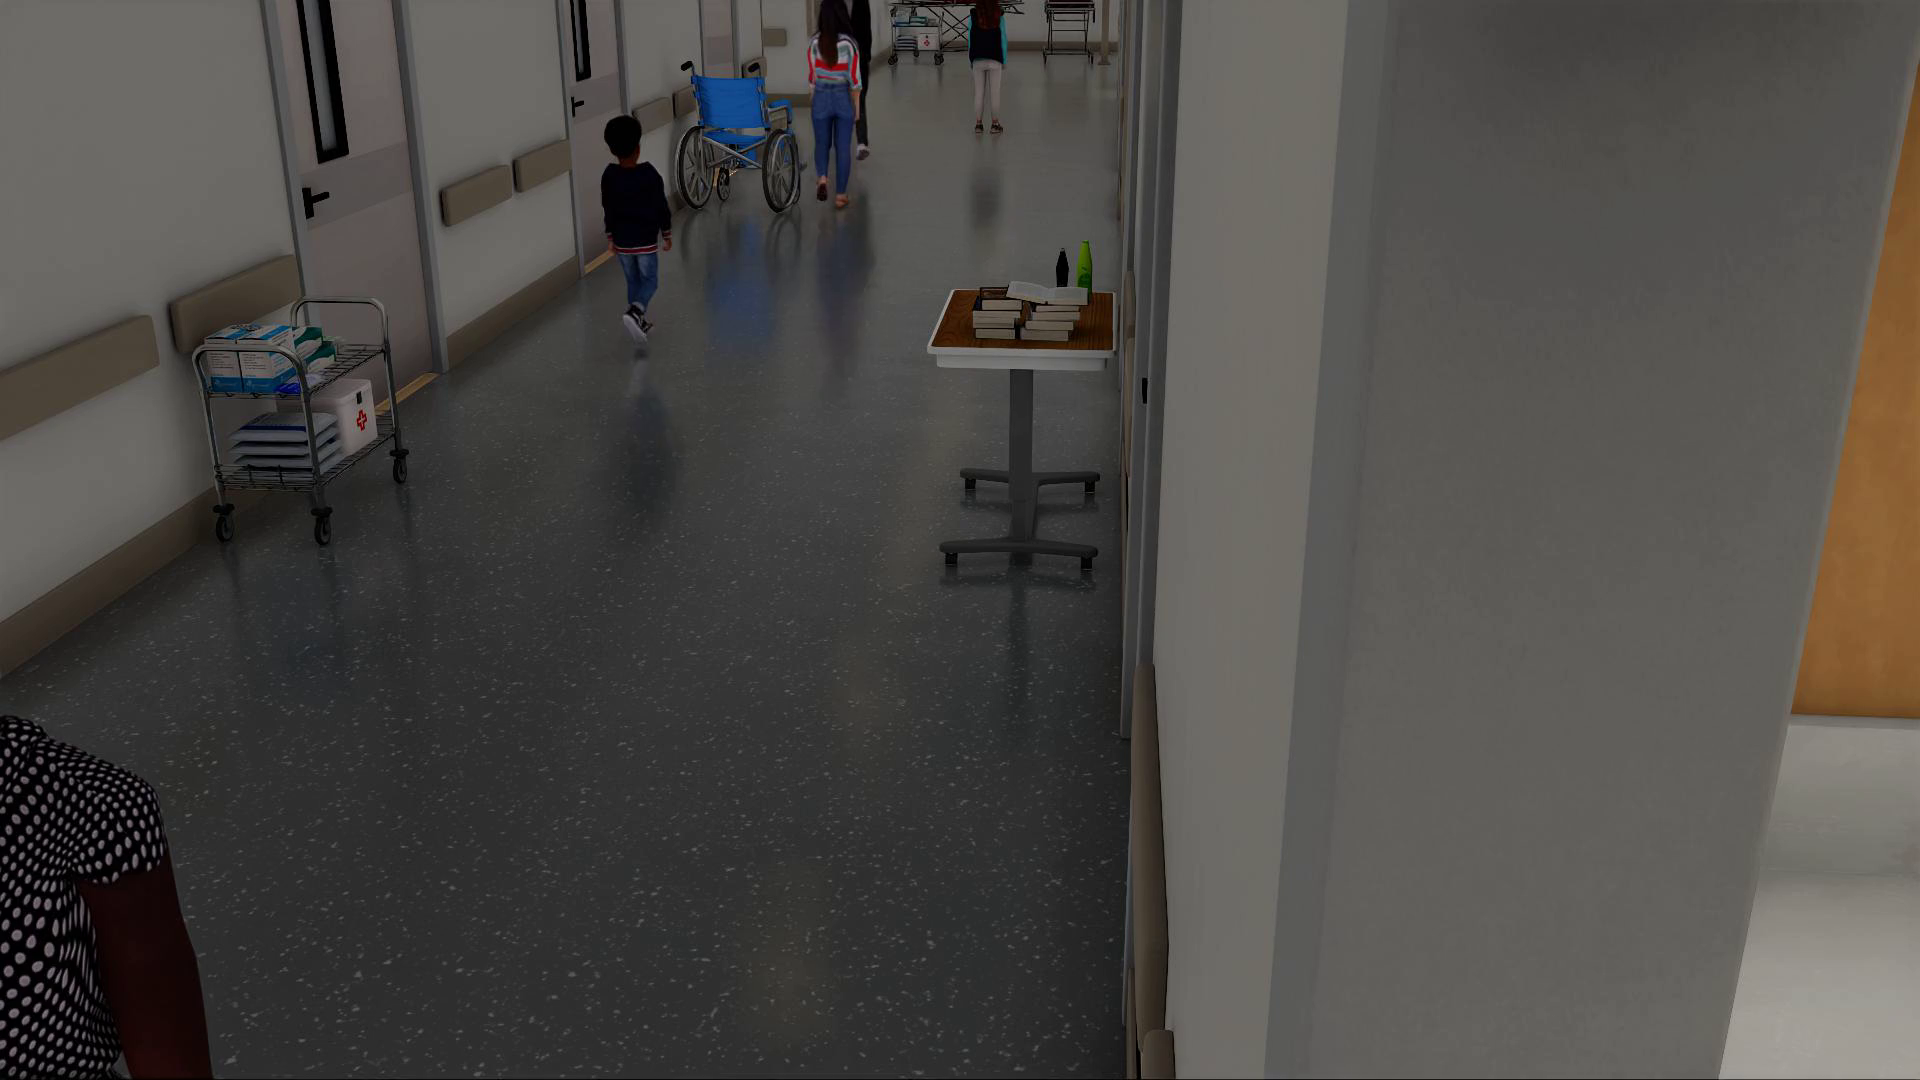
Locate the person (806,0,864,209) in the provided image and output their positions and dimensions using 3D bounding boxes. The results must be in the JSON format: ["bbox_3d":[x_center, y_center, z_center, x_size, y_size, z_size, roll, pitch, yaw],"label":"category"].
[{"bbox_3d":[-1.007,-3.387,12.968,0.610,1.600,0.706,3,21,8],"label":"person"}]

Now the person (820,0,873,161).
[{"bbox_3d":[-1.082,-4.419,15.536,0.901,1.711,1.234,-5,21,-13],"label":"person"}]

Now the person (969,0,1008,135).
[{"bbox_3d":[0.288,-5.078,17.572,0.598,1.501,0.612,5,21,12],"label":"person"}]

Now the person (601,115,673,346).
[{"bbox_3d":[-1.745,-1.638,8.896,0.563,1.213,0.736,4,21,10],"label":"person"}]
